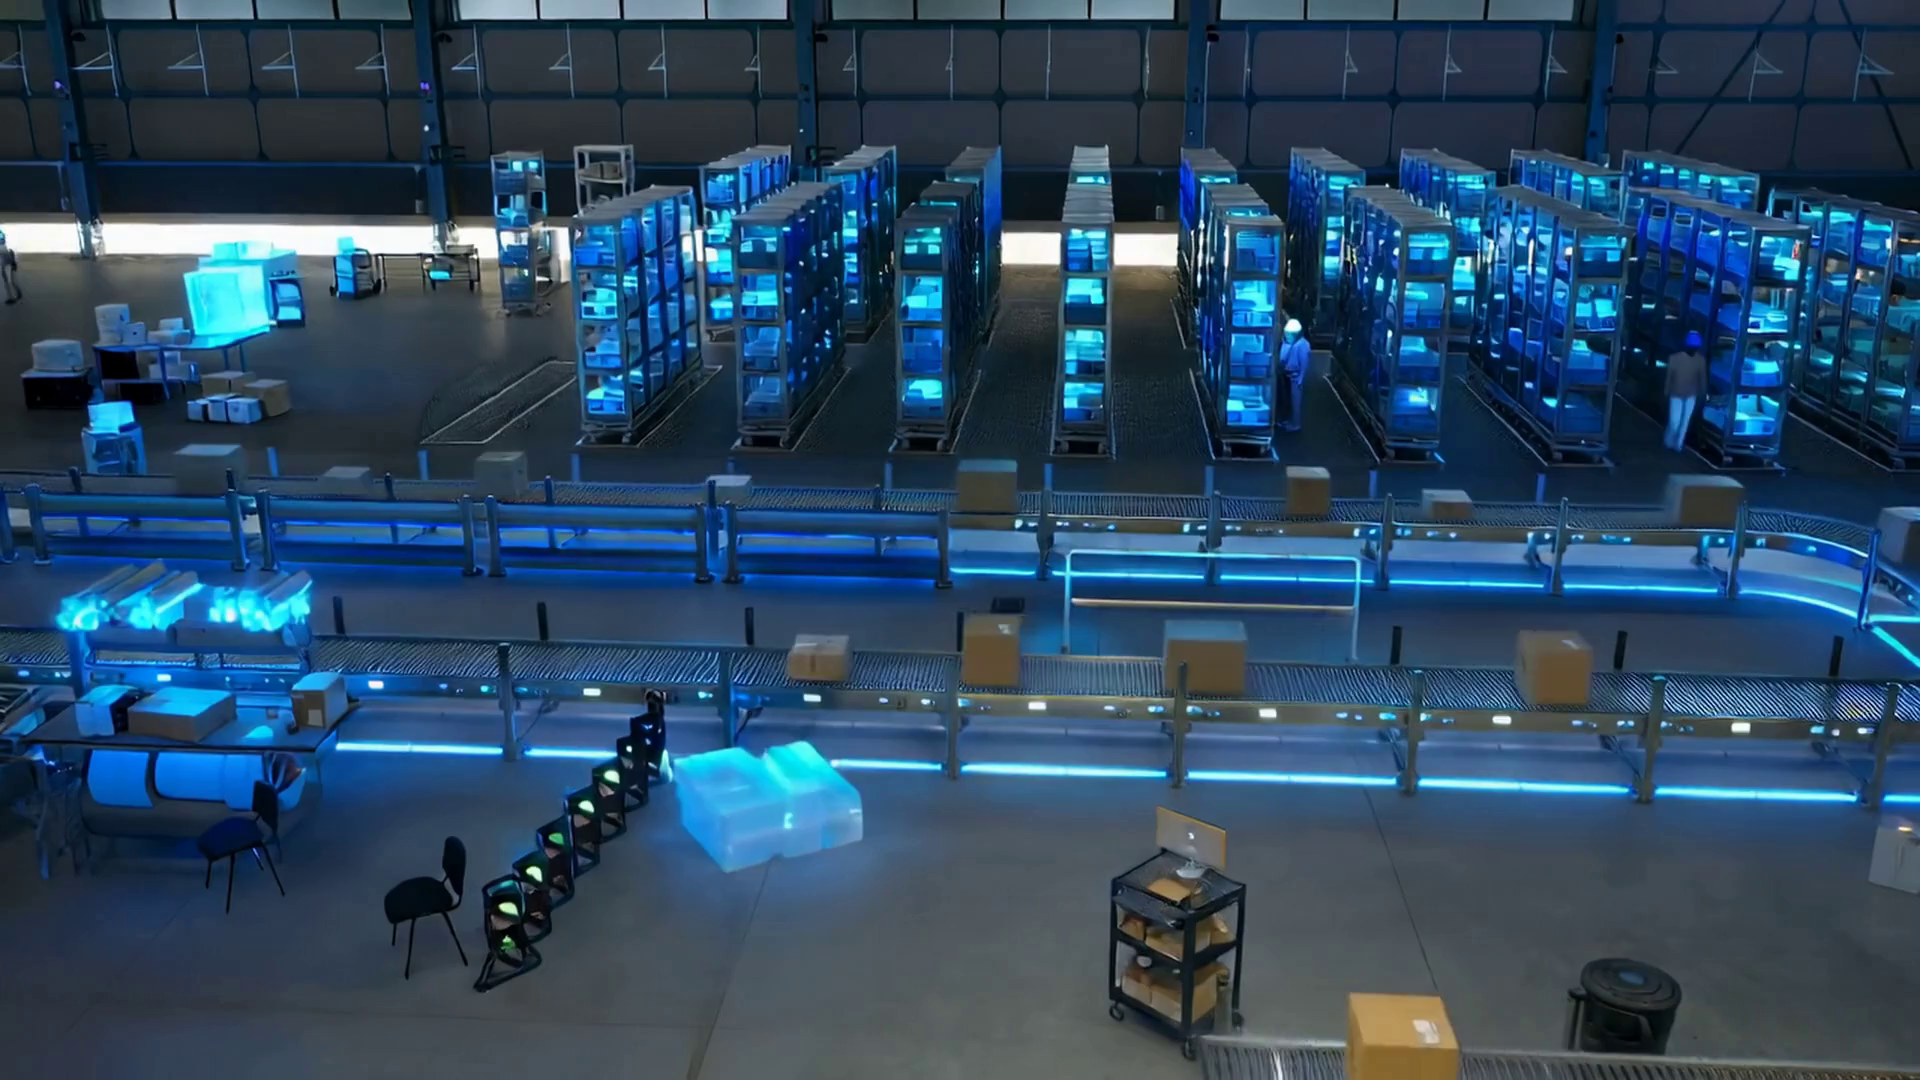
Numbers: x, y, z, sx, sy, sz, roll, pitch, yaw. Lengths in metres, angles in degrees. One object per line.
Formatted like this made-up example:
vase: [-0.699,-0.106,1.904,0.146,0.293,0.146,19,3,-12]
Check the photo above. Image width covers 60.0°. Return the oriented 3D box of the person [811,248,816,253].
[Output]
person: [-3.489,-6.719,39.855,0.388,1.847,0.563,-2,18,-5]

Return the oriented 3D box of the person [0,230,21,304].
person: [-22.436,-6.466,39.214,0.525,1.743,0.627,1,18,4]

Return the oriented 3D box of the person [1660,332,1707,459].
person: [10.997,-2.195,25.280,0.639,1.975,0.436,0,17,1]

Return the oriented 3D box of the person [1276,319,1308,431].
person: [5.424,-2.701,27.135,0.403,1.828,0.595,-4,18,-13]
